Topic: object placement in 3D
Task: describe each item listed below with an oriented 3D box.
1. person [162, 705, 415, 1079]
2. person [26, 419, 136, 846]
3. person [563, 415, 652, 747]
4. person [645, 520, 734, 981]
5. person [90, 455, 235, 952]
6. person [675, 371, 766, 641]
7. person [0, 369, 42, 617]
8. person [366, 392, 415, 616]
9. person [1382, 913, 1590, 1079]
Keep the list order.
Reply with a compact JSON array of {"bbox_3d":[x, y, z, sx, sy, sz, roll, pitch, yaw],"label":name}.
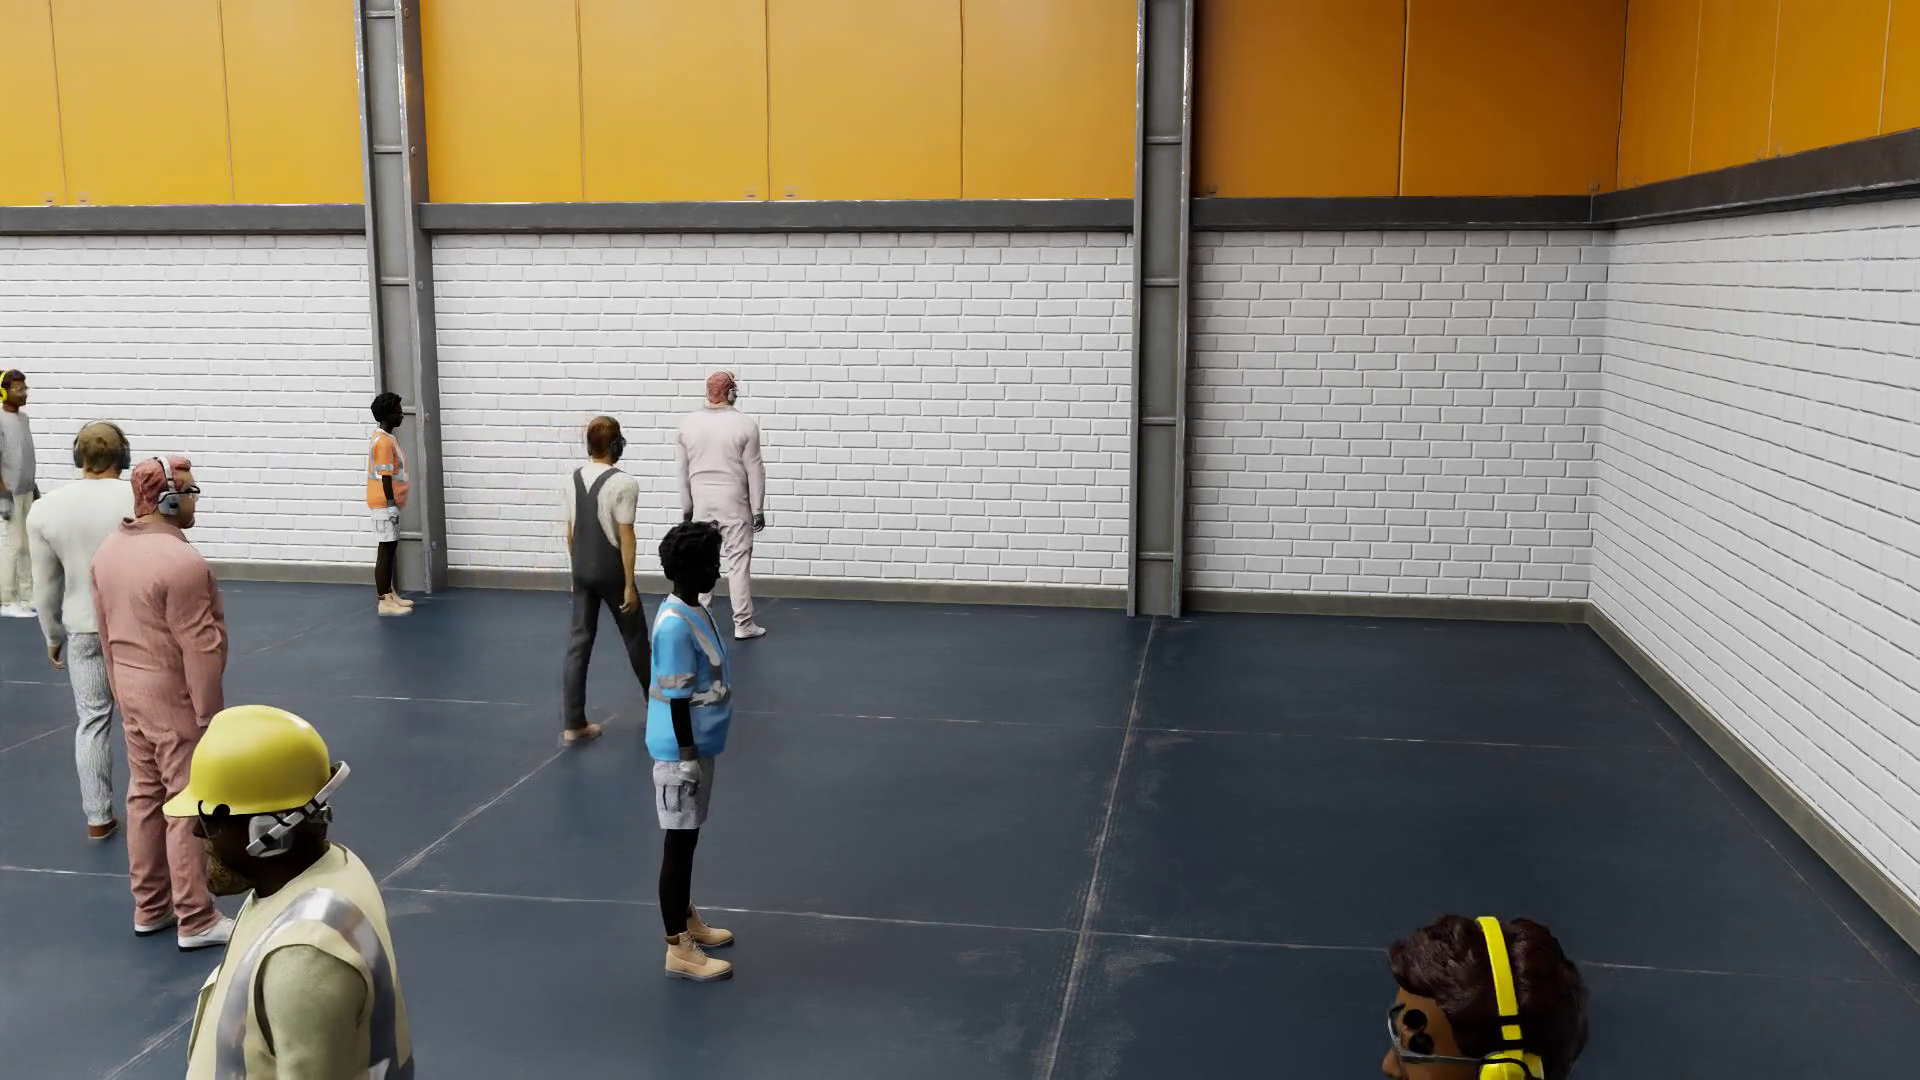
[{"bbox_3d":[-1.231,1.200,3.128,0.403,1.825,0.591,-4,10,-22],"label":"person"},{"bbox_3d":[-3.839,0.421,7.564,0.635,1.937,0.352,-2,9,-14],"label":"person"},{"bbox_3d":[-1.945,0.202,9.343,0.536,1.795,0.954,4,10,25],"label":"person"},{"bbox_3d":[-1.002,0.767,6.182,0.319,1.694,0.532,-1,9,-4],"label":"person"},{"bbox_3d":[-3.025,0.621,6.430,0.652,1.906,0.403,6,11,34],"label":"person"},{"bbox_3d":[-1.666,-0.242,11.759,0.652,1.904,0.403,3,10,17],"label":"person"},{"bbox_3d":[-7.115,-0.355,12.571,0.316,1.868,0.524,0,9,-3],"label":"person"},{"bbox_3d":[-4.331,-0.273,12.610,0.320,1.694,0.531,-3,10,-15],"label":"person"},{"bbox_3d":[0.615,1.367,2.093,0.826,1.831,0.517,0,9,3],"label":"person"}]
